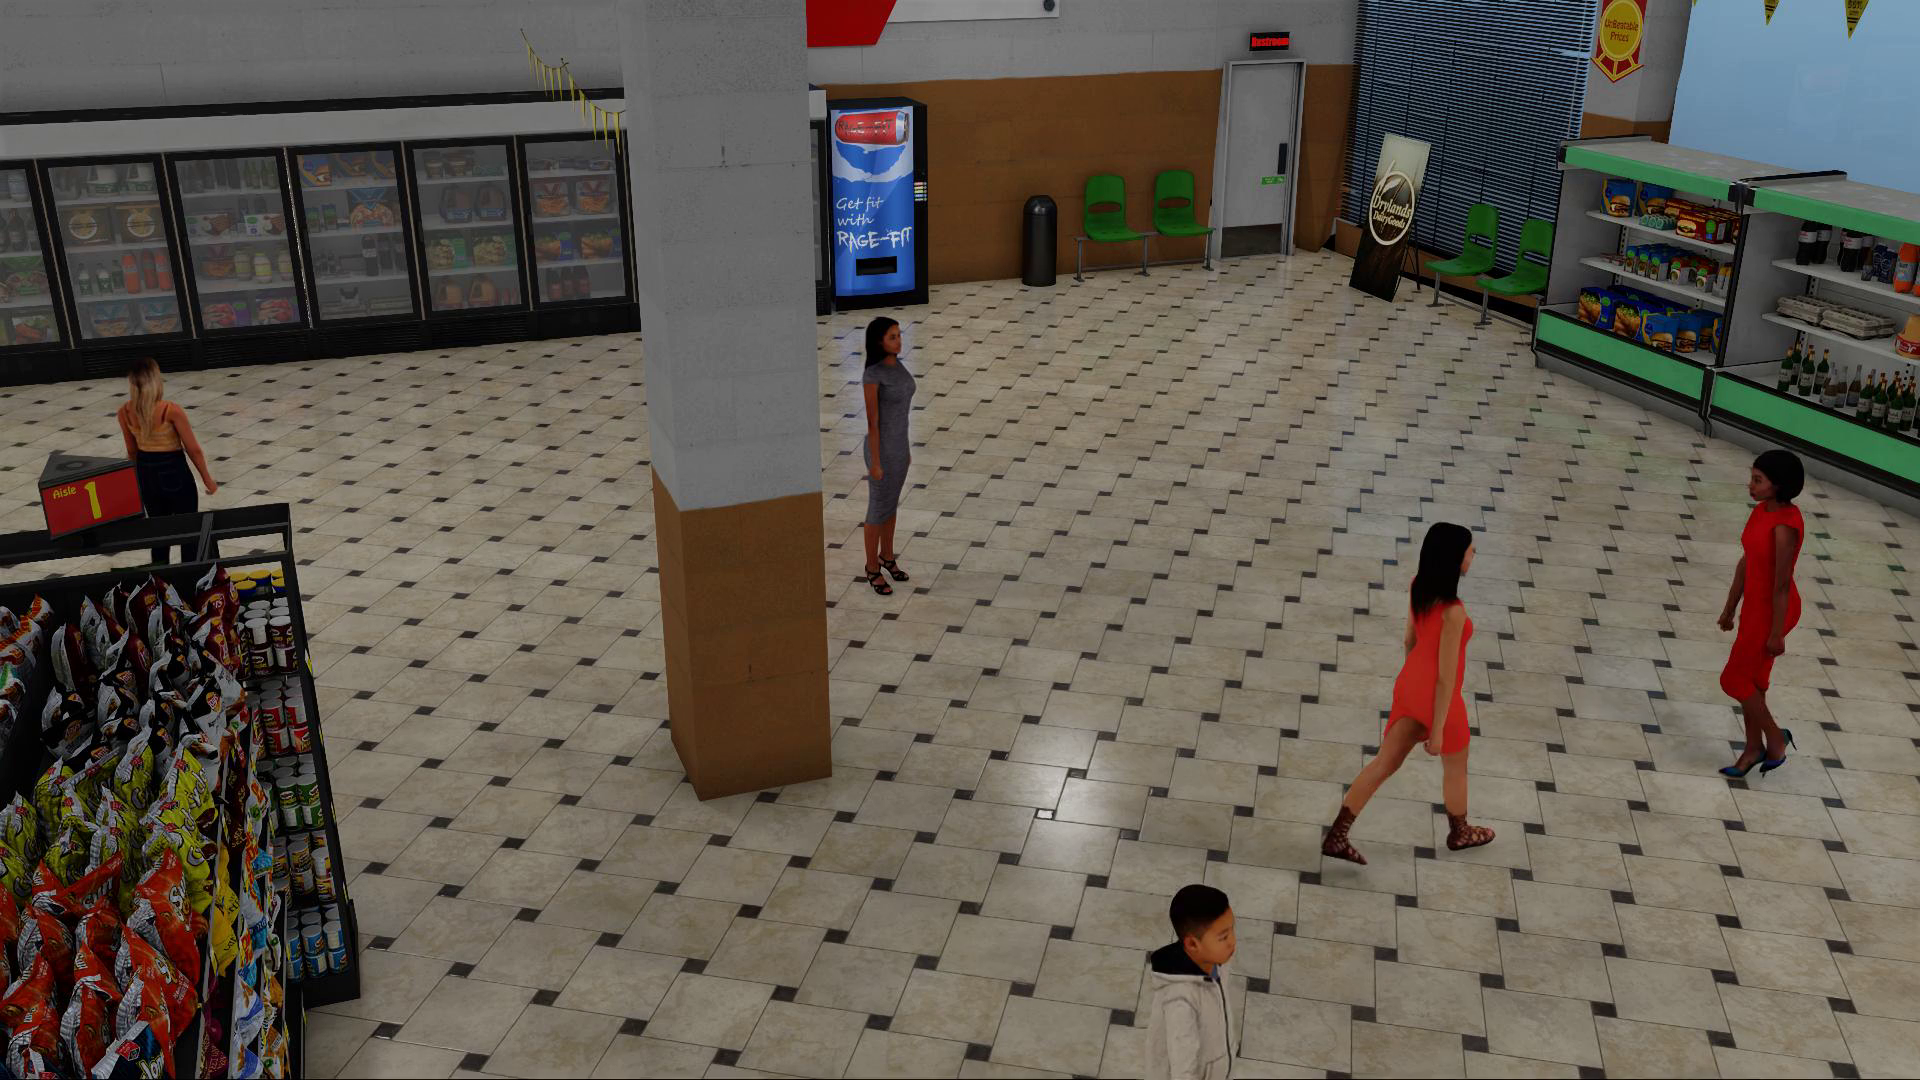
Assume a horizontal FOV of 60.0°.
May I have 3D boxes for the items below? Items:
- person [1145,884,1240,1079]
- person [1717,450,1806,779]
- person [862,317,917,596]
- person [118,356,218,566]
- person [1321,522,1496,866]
[{"bbox_3d":[0.663,1.738,5.361,1.050,1.421,0.964,12,25,26],"label":"person"},{"bbox_3d":[4.089,0.403,8.268,0.815,1.730,0.742,2,22,6],"label":"person"},{"bbox_3d":[-0.475,-0.544,10.556,0.710,1.781,0.660,11,24,26],"label":"person"},{"bbox_3d":[-4.880,-0.331,10.235,0.680,1.625,0.703,1,22,3],"label":"person"},{"bbox_3d":[2.021,0.751,7.475,0.639,1.676,1.074,-8,23,-19],"label":"person"}]
